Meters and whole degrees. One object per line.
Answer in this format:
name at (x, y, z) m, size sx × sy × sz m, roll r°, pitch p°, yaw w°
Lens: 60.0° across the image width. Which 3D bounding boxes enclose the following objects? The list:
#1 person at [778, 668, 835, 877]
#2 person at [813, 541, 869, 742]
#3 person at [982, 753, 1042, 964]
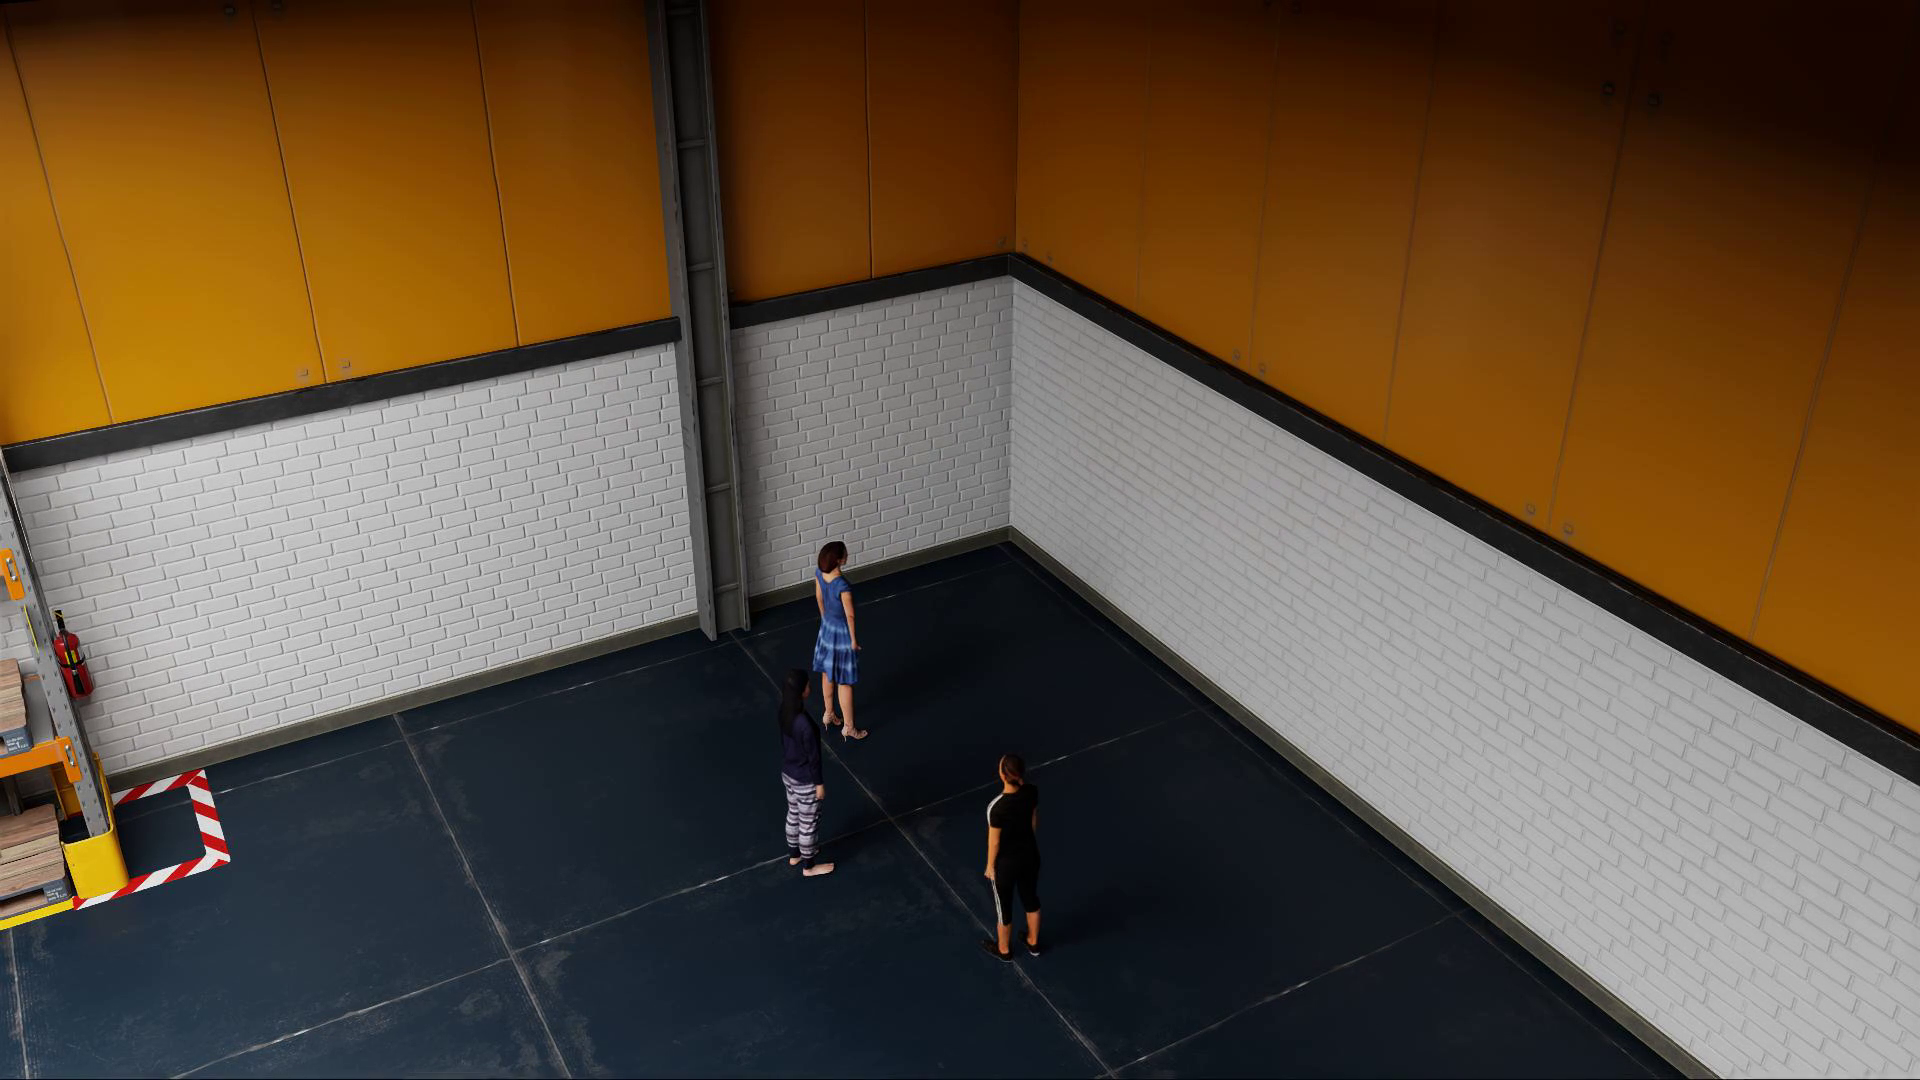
person at (-1.145, 1.669, 12.002) m, size 0.539 × 1.735 × 0.619 m, roll -19°, pitch 34°, yaw -30°
person at (-0.979, 0.811, 13.501) m, size 0.631 × 1.805 × 0.705 m, roll -22°, pitch 35°, yaw -34°
person at (0.376, 2.139, 11.207) m, size 0.520 × 1.671 × 0.664 m, roll -20°, pitch 34°, yaw -32°
